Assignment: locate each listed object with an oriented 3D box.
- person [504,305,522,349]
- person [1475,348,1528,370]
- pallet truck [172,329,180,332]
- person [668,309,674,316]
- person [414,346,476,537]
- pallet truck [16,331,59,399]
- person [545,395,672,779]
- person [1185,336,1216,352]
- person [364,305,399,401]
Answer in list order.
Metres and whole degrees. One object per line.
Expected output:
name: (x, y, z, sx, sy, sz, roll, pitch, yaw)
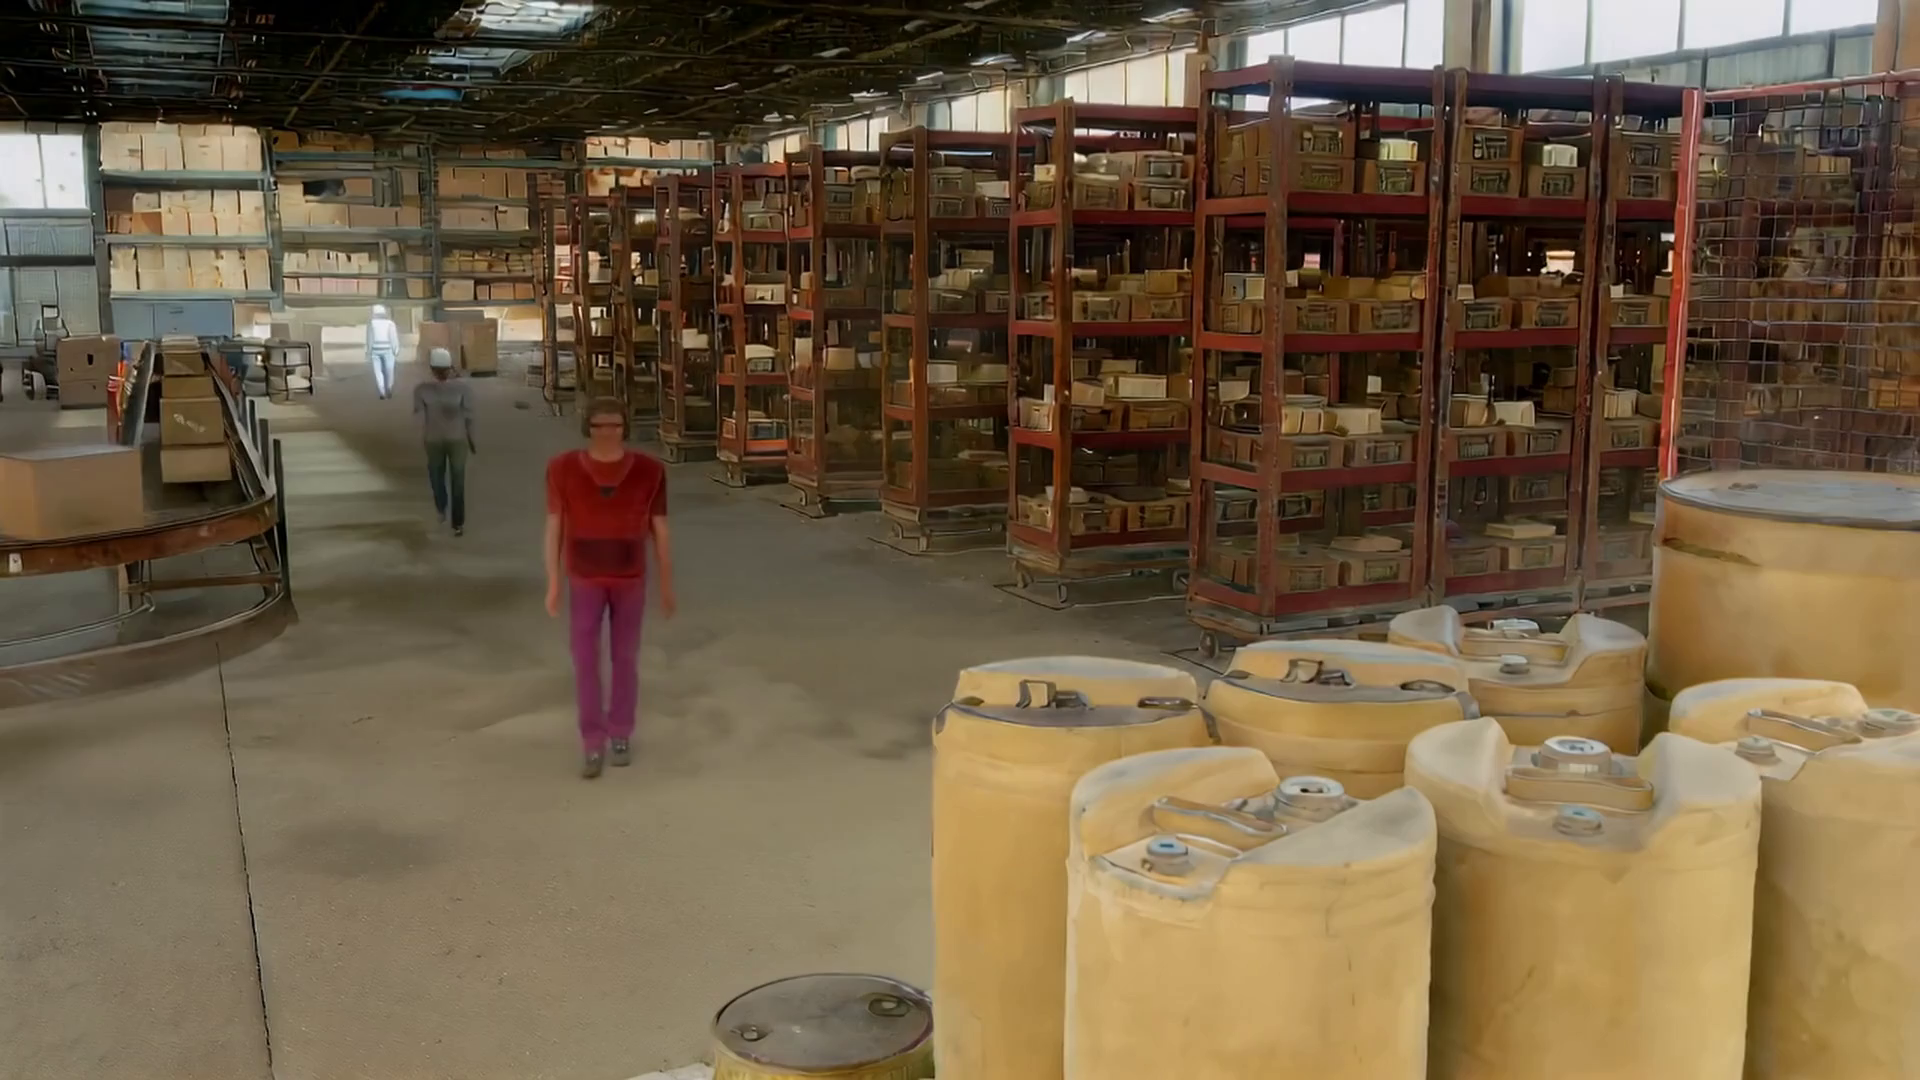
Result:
person: (-13.189, -6.441, 48.857, 0.602, 1.976, 0.619, -6, 11, -32)
person: (5.761, -1.455, 18.043, 0.391, 1.951, 0.769, -8, 12, -40)
pallet truck: (-17.275, -3.851, 35.096, 1.601, 1.201, 0.680, 0, 9, 1)
person: (-8.341, -6.126, 46.980, 0.607, 1.947, 0.406, 5, 10, 27)
person: (-4.723, -0.915, 15.290, 0.528, 1.752, 0.598, -2, 9, -14)
pallet truck: (-17.082, -3.353, 31.781, 1.630, 1.274, 0.653, -4, 10, -25)
person: (-1.677, 0.224, 7.944, 0.605, 1.822, 0.669, -2, 9, -12)
person: (3.343, -2.409, 23.629, 0.614, 2.039, 0.387, -5, 10, -28)
person: (-10.896, -3.527, 31.329, 0.604, 1.780, 0.918, -4, 10, -21)
